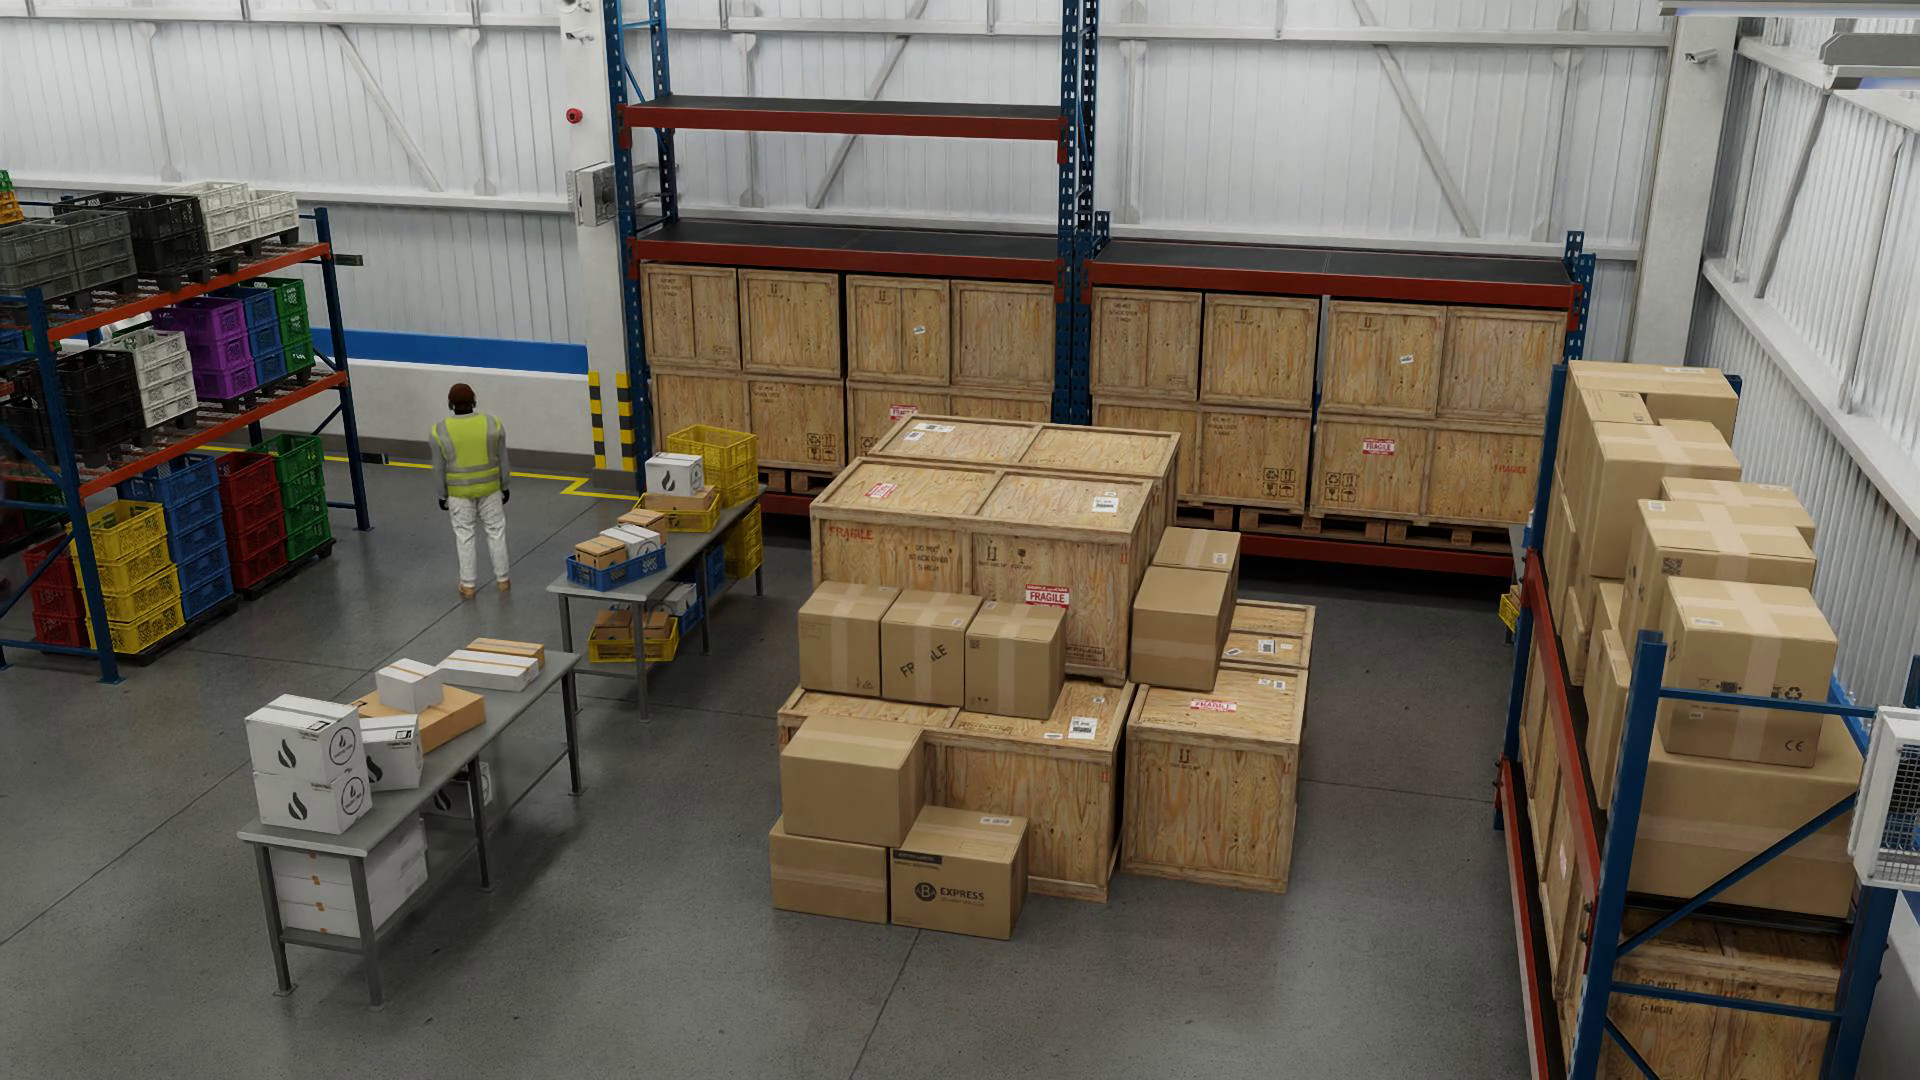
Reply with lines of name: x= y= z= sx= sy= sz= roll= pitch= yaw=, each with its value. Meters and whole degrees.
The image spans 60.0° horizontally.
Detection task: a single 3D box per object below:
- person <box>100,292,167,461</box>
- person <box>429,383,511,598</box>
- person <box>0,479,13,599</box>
person: x=-8.501 y=-1.702 z=17.218 sx=0.355 sy=1.885 sz=0.575 roll=18 pitch=27 yaw=39
person: x=-4.078 y=-0.418 z=13.931 sx=0.631 sy=1.839 sz=0.429 roll=-9 pitch=23 yaw=-23
person: x=-8.151 y=-0.291 z=13.509 sx=0.709 sy=1.897 sz=0.678 roll=0 pitch=21 yaw=0
